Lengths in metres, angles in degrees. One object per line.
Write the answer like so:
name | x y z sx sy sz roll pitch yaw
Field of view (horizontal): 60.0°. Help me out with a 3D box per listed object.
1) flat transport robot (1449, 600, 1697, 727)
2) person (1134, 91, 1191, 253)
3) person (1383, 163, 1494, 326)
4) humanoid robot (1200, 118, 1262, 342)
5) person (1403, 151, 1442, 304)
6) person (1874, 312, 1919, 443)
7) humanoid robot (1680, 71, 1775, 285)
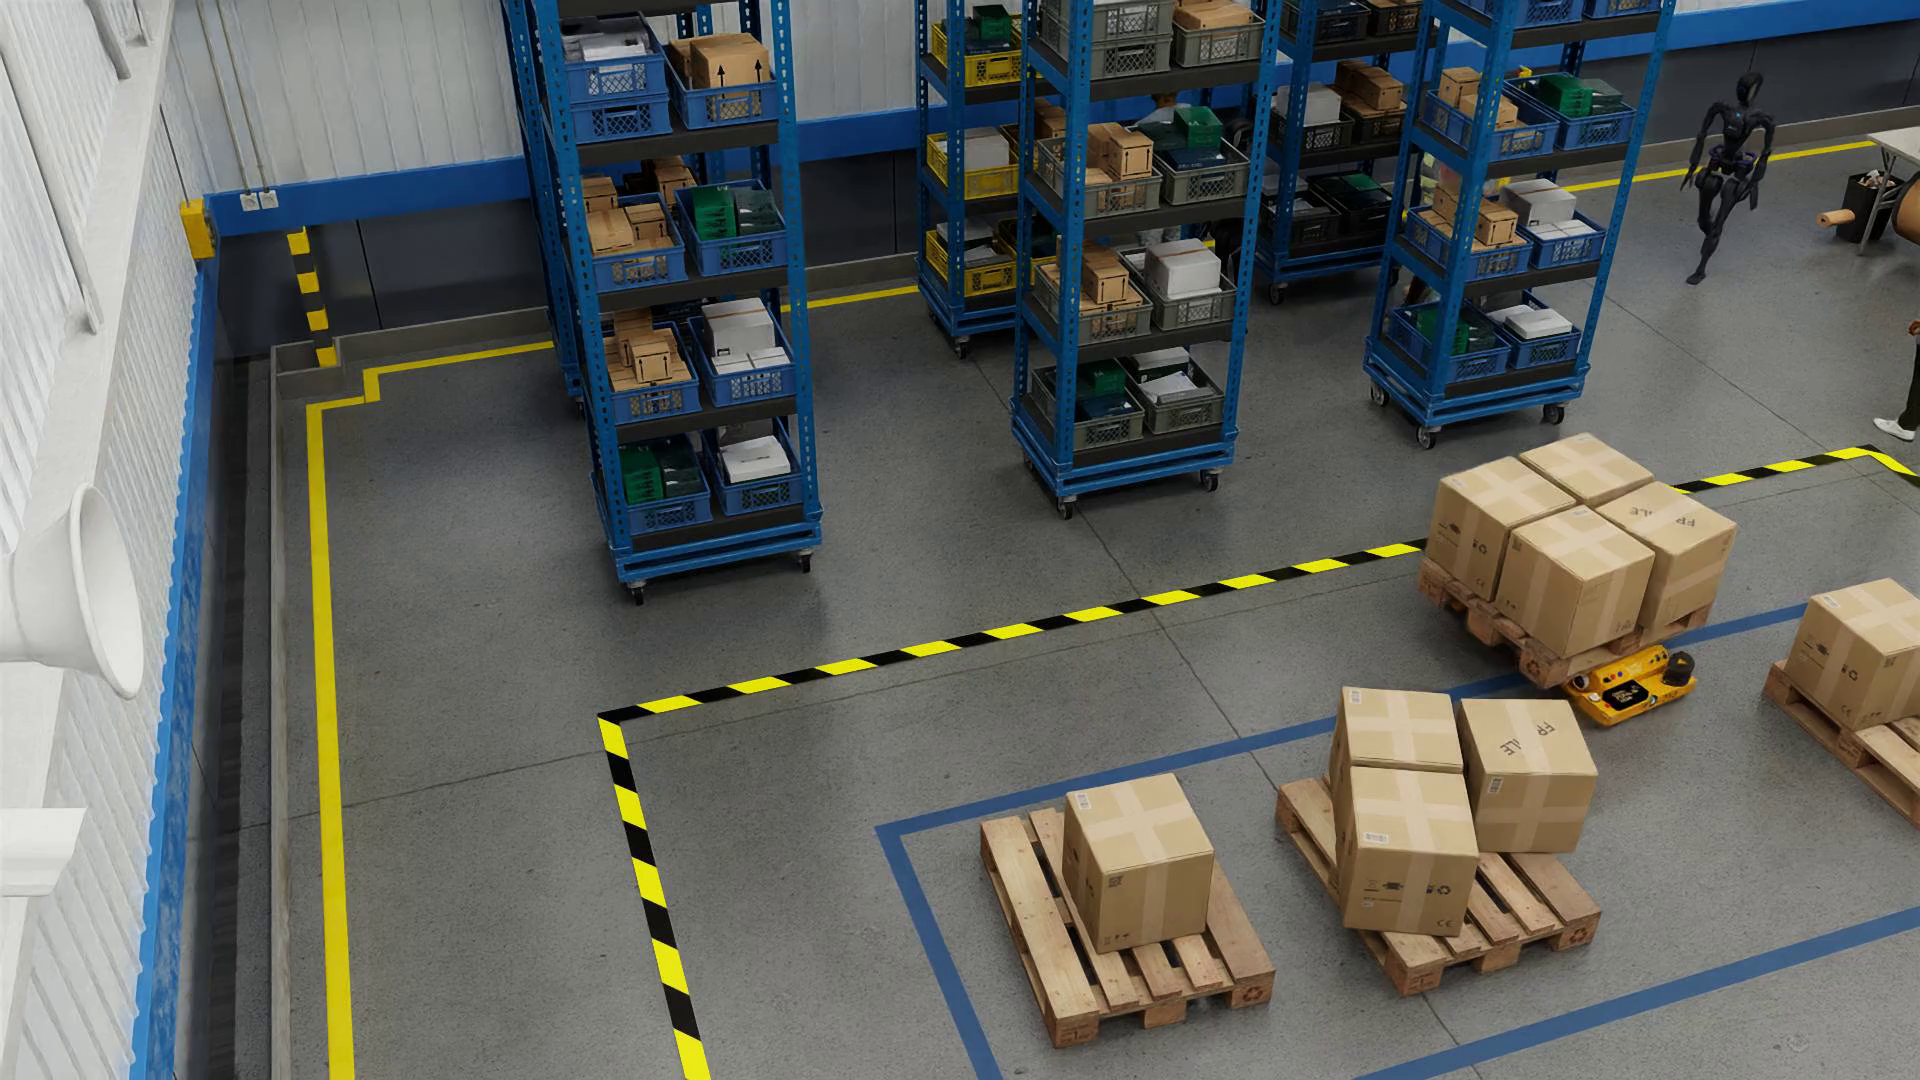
flat transport robot | 3.368 0.467 9.370 0.652 0.197 1.431 -17 39 -23
person | 1.457 -2.506 12.160 0.628 1.940 0.379 -24 42 -30
person | 3.583 -2.383 12.027 1.013 1.884 0.600 -15 38 -20
humanoid robot | 1.970 -2.242 11.998 0.315 1.657 0.599 -17 39 -23
person | 3.589 -2.544 12.298 0.429 1.841 0.632 6 36 8
person | 6.450 -1.508 10.820 0.599 1.850 0.390 -11 37 -15
humanoid robot | 5.966 -2.852 12.924 0.609 1.641 0.771 28 44 33
